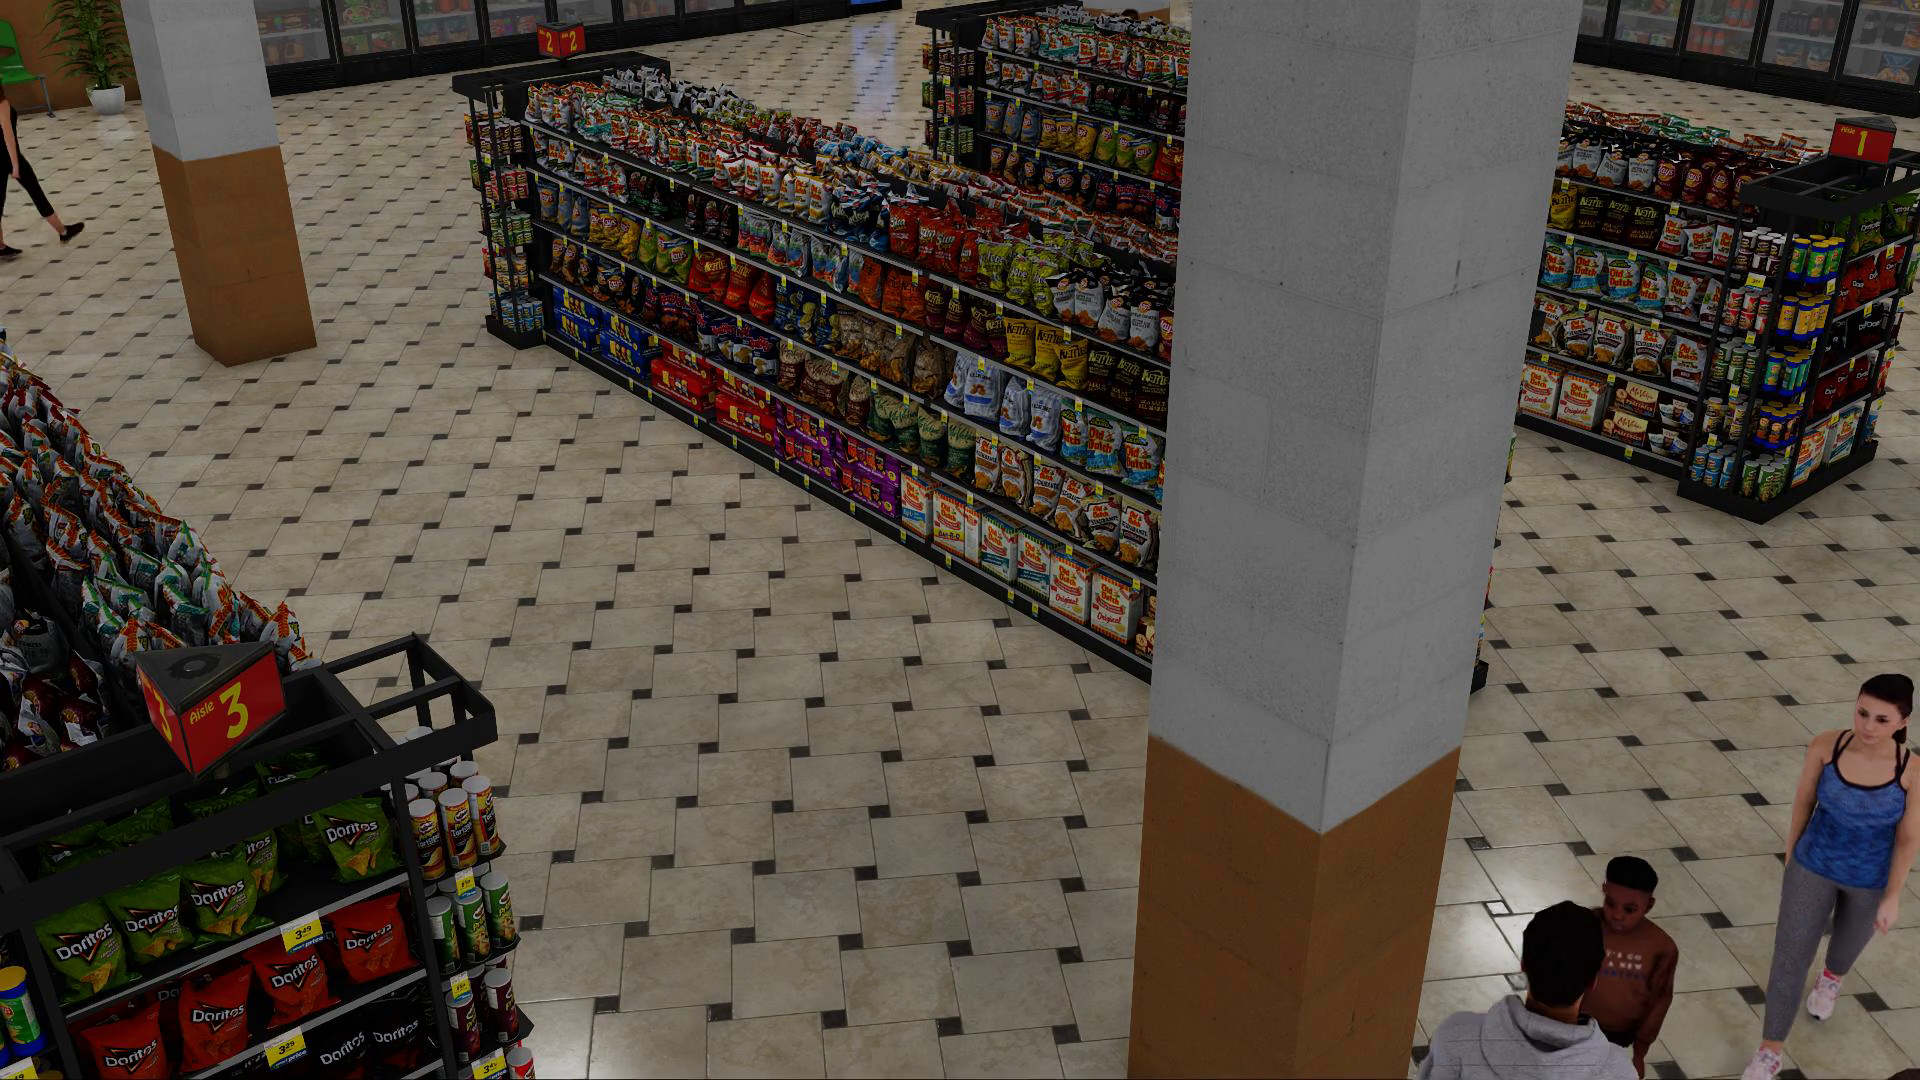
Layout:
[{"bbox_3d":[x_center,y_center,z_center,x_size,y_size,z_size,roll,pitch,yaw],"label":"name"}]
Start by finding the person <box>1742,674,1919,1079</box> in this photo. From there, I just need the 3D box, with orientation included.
[{"bbox_3d":[3.162,1.164,5.906,1.041,1.574,0.792,19,32,32],"label":"person"}]

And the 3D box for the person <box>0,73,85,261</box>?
[{"bbox_3d":[-8.438,-3.283,14.550,1.093,1.687,0.936,12,29,22],"label":"person"}]

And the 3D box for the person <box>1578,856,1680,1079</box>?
[{"bbox_3d":[2.155,1.551,5.537,0.901,1.217,0.849,10,28,18],"label":"person"}]

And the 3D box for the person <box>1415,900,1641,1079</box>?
[{"bbox_3d":[1.382,1.807,4.290,1.138,1.888,1.122,7,28,13],"label":"person"}]
